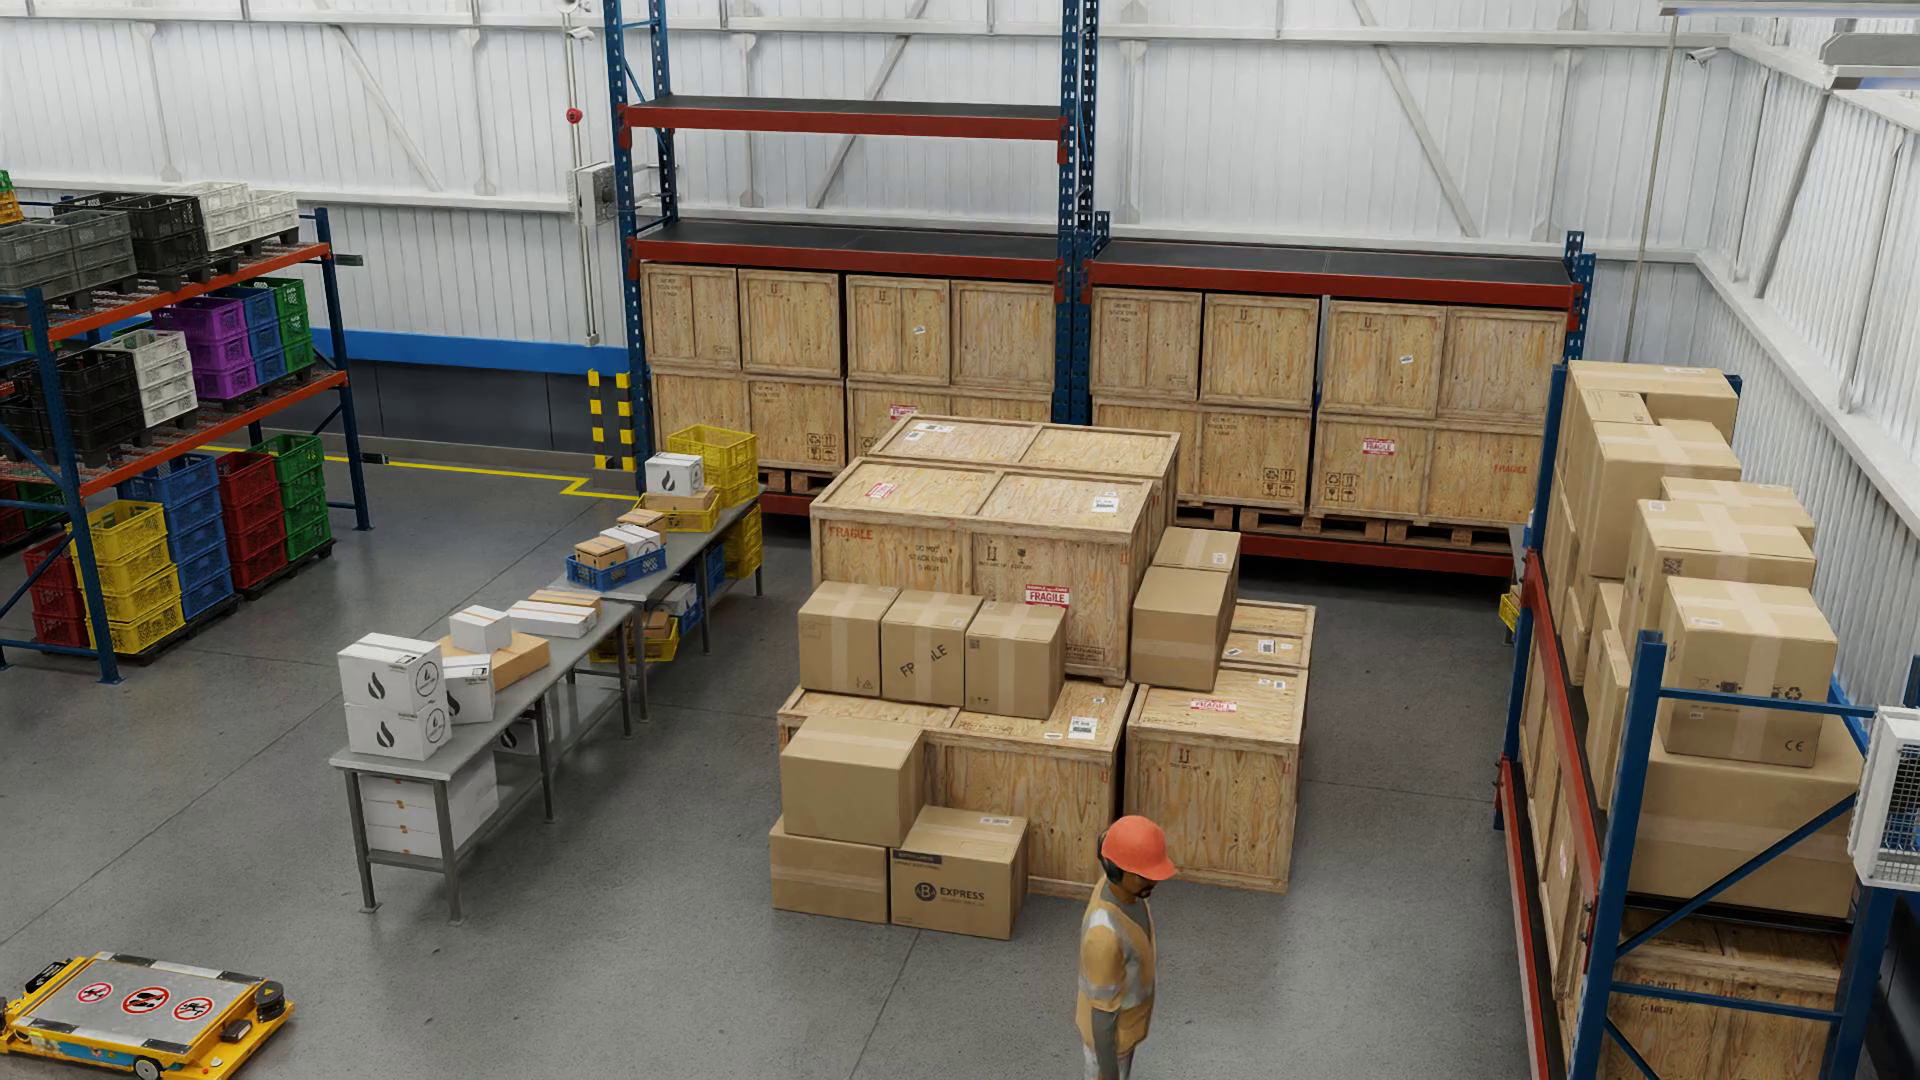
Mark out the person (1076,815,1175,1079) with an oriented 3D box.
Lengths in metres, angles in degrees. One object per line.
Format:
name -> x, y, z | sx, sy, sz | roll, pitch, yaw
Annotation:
person -> 0.696, 2.078, 7.130 | 0.387, 2.039, 0.610 | 5, 22, 14

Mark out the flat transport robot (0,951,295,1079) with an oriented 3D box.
flat transport robot -> -4.270, 2.464, 8.601 | 1.431, 0.231, 0.659 | 5, 22, 13
